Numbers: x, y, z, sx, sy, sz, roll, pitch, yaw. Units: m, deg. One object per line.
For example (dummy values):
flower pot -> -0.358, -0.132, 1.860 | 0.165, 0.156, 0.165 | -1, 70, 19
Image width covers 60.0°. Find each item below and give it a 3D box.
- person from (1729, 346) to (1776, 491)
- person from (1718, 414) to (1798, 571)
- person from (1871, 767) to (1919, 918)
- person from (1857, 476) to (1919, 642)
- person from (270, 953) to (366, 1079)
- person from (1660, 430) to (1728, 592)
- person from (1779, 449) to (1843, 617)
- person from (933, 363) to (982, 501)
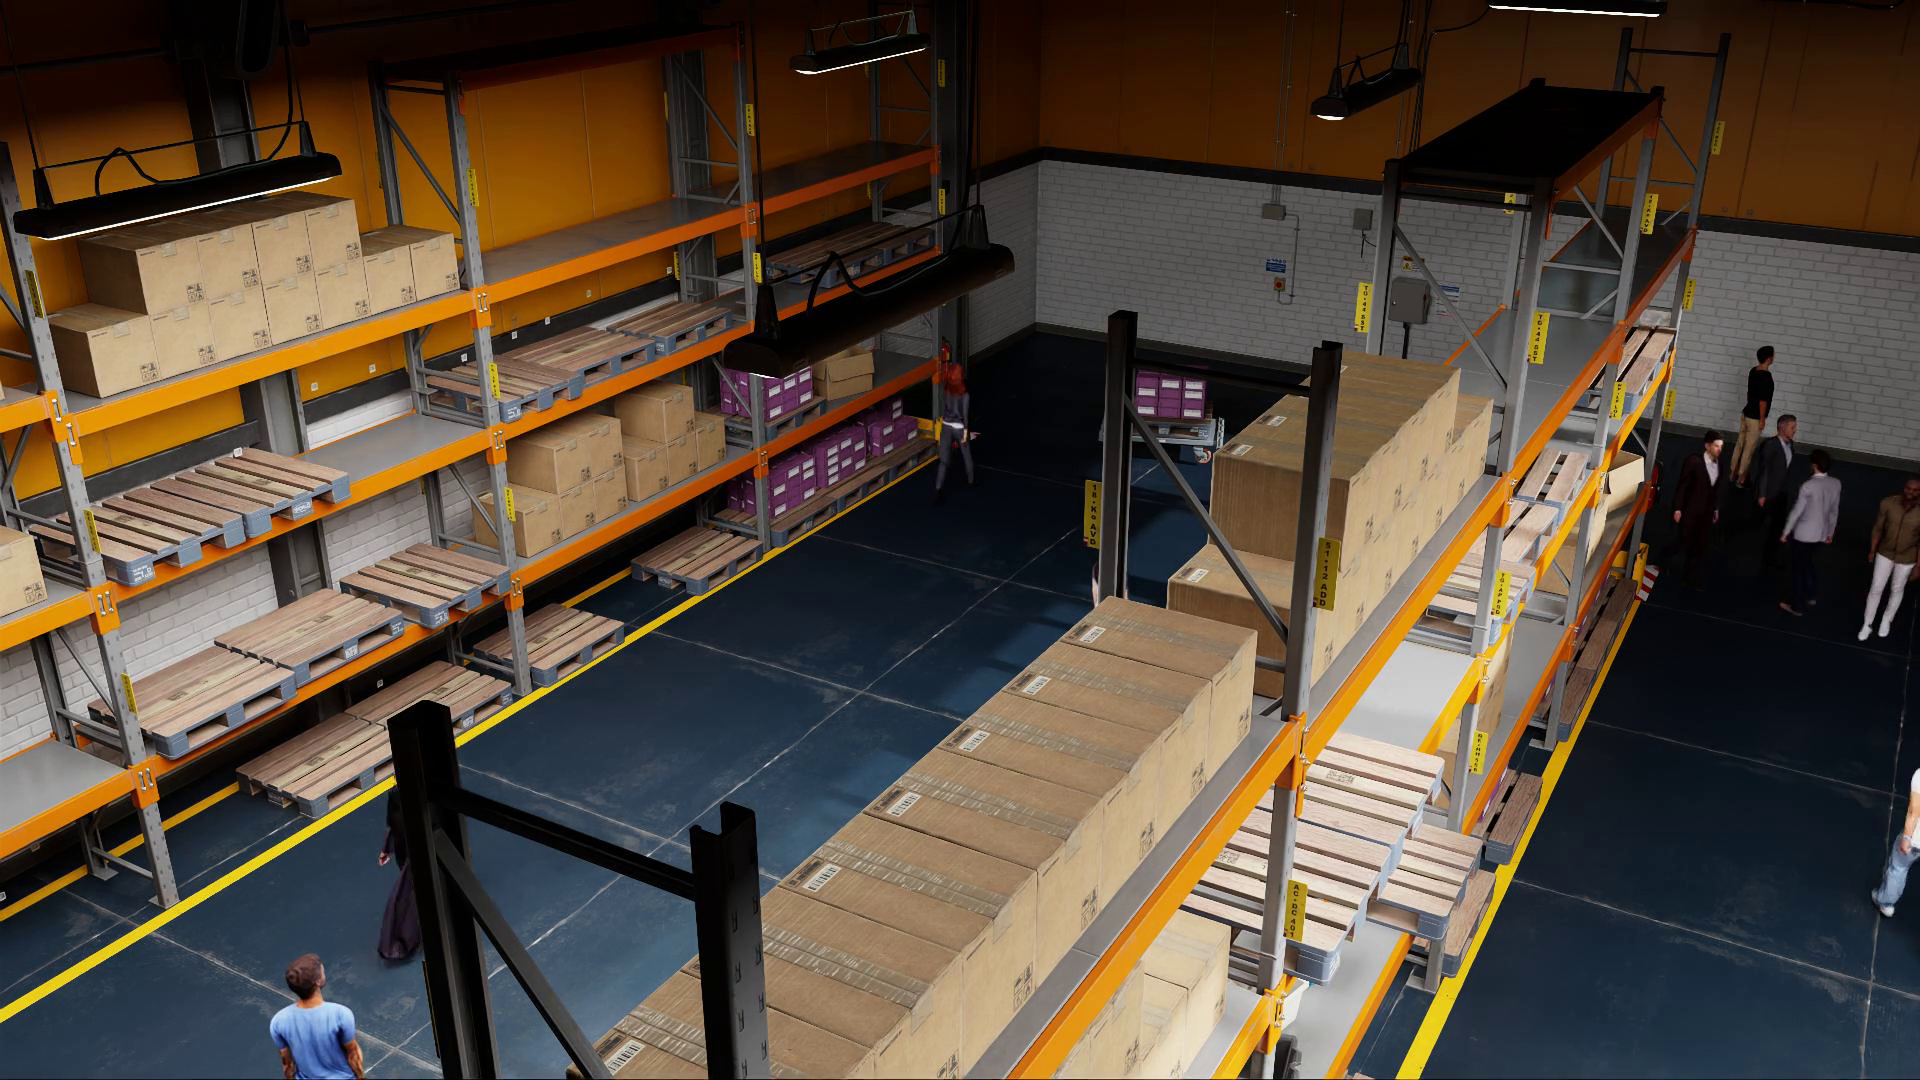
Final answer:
person -> 10.116, -1.584, 21.198 | 0.765, 1.860, 0.618 | 2, 24, 4
person -> 9.162, -0.573, 18.952 | 1.128, 1.809, 1.082 | -14, 27, -29
person -> 7.307, 2.262, 12.443 | 0.980, 1.827, 1.282 | 4, 24, 8
person -> 9.768, 0.150, 17.298 | 0.785, 1.808, 0.863 | 16, 28, 32
person -> -3.800, 3.311, 9.997 | 0.751, 1.863, 0.780 | -3, 24, -6
person -> 8.121, -0.369, 18.425 | 0.956, 1.856, 1.018 | -6, 24, -14
person -> 9.114, -0.034, 17.691 | 0.769, 1.830, 0.854 | -9, 25, -20
person -> -0.119, -1.305, 20.724 | 0.606, 1.729, 1.135 | 14, 27, 29
